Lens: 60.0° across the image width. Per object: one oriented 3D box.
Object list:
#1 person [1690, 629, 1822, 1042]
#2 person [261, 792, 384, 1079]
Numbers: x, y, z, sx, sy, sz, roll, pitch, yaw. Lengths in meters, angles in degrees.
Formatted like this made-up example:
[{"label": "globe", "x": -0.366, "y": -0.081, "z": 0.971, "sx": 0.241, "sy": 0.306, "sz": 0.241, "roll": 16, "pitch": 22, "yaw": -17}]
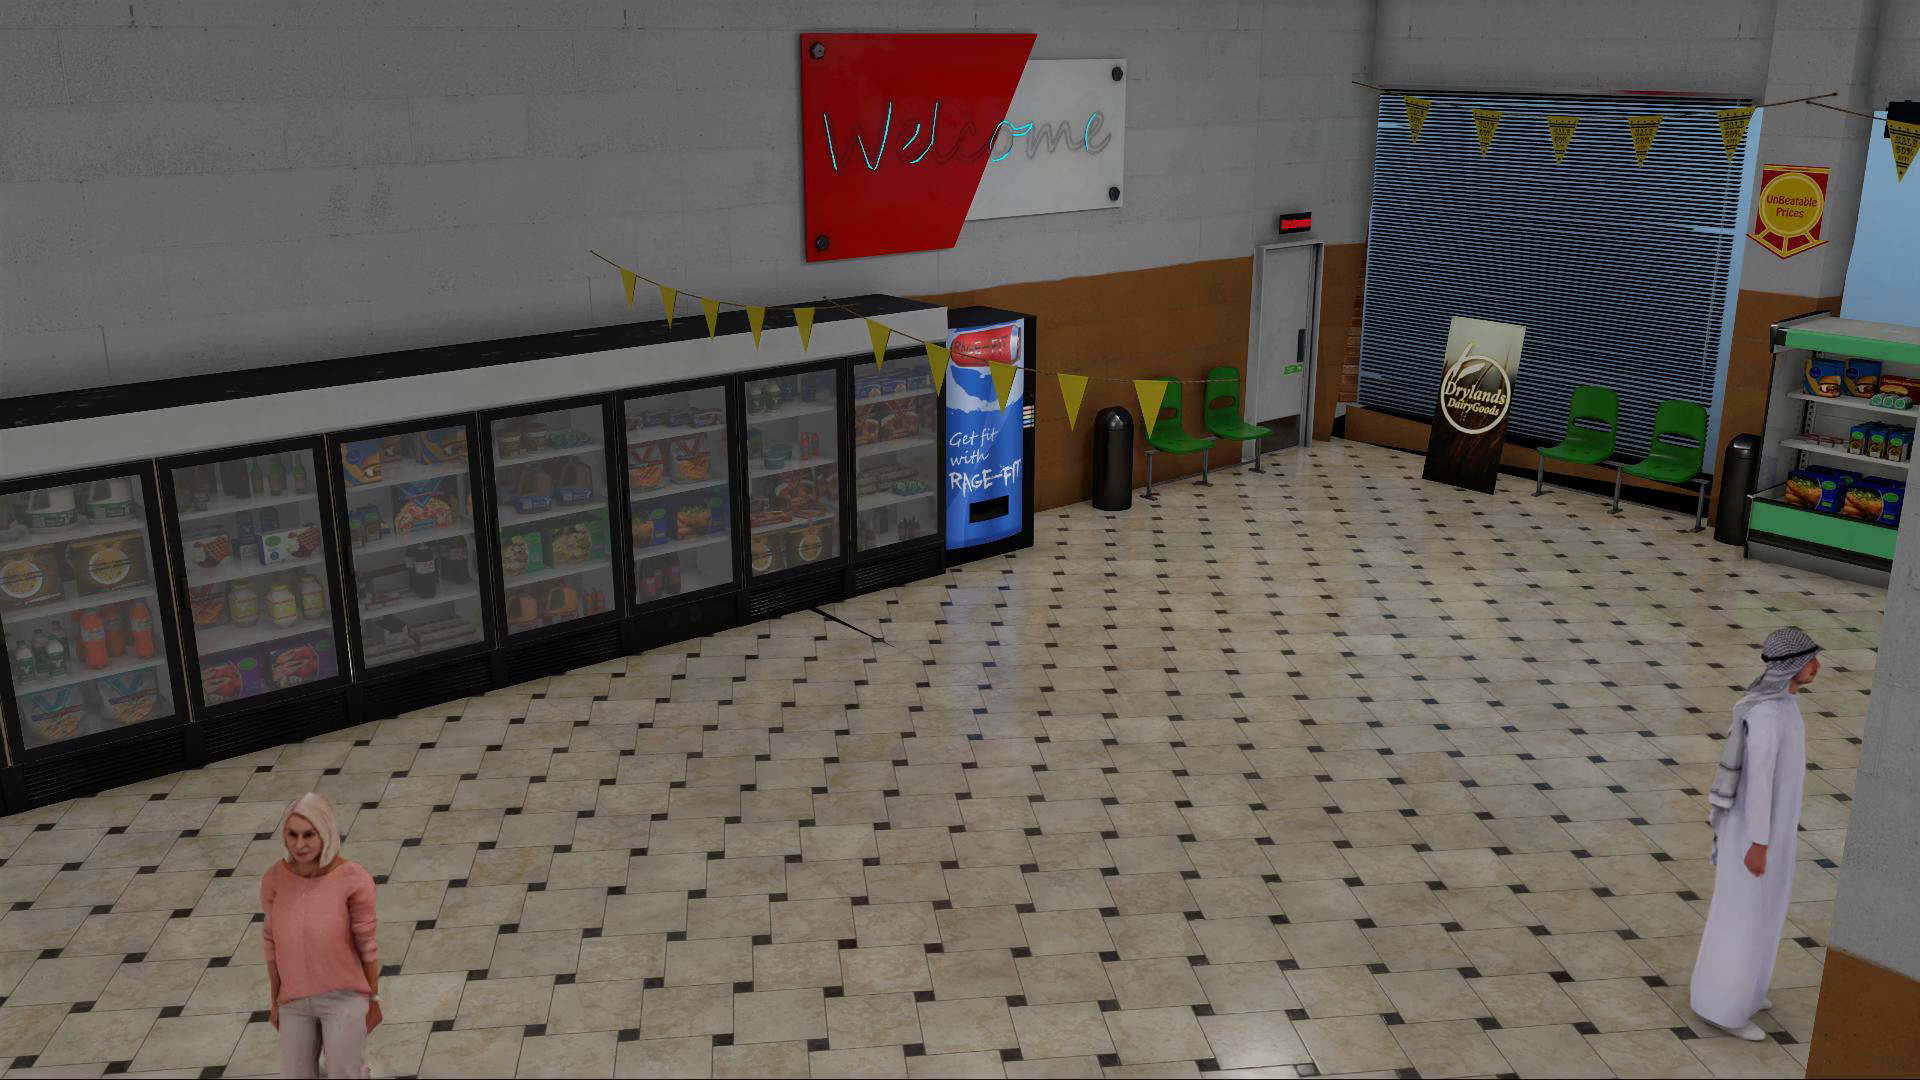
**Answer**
[{"label": "person", "x": 3.638, "y": 1.308, "z": 7.591, "sx": 0.748, "sy": 1.925, "sz": 0.778, "roll": 10, "pitch": 19, "yaw": 29}, {"label": "person", "x": -2.455, "y": 1.745, "z": 6.514, "sx": 0.877, "sy": 1.714, "sz": 0.945, "roll": 1, "pitch": 17, "yaw": 2}]
